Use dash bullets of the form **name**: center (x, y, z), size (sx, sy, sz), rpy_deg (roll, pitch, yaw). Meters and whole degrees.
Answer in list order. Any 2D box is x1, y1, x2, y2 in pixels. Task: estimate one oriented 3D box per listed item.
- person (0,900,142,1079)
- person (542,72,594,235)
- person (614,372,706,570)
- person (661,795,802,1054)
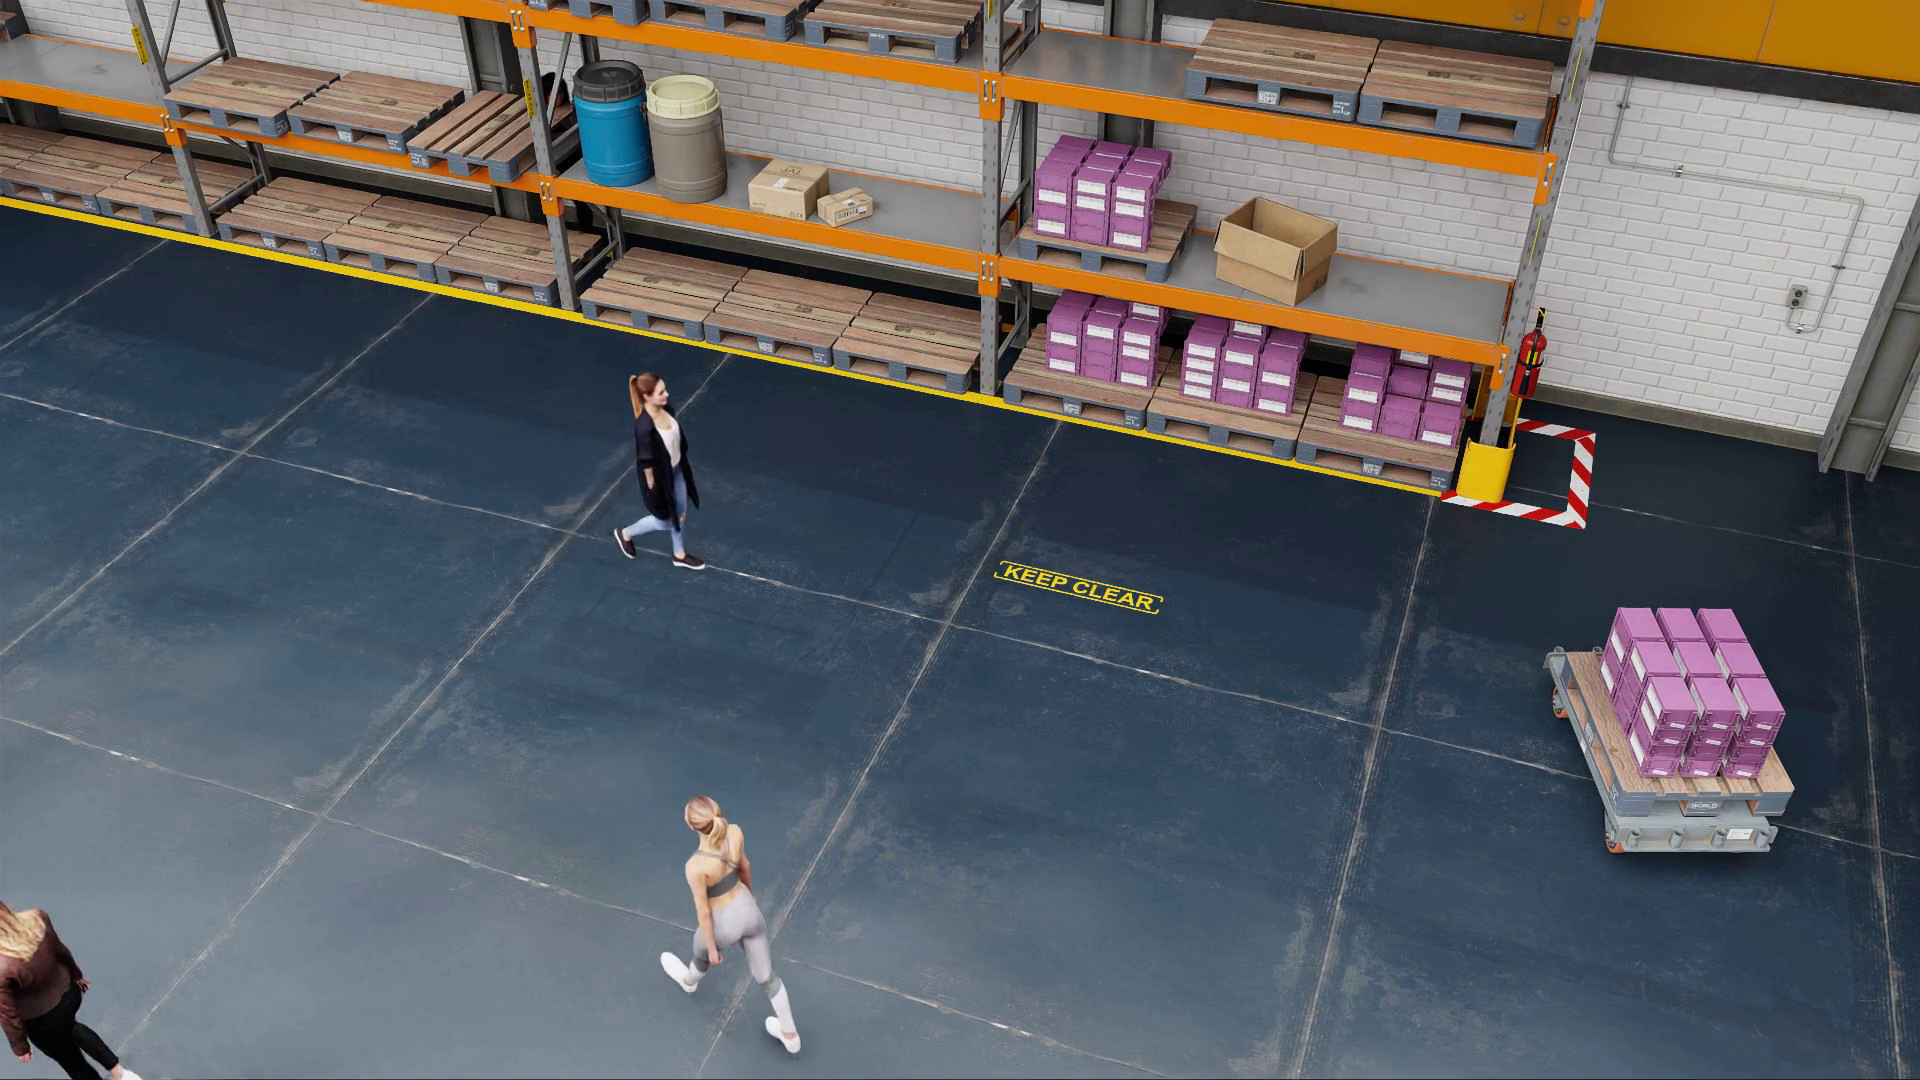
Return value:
- **person**: center (-4.375, 2.303, 8.146), size (0.701, 1.687, 0.708), rpy_deg (2, 39, 3)
- **person**: center (-3.629, -3.428, 15.223), size (0.776, 1.812, 0.839), rpy_deg (-16, 41, -19)
- **person**: center (-2.163, -0.461, 11.623), size (0.874, 1.668, 0.657), rpy_deg (9, 40, 12)
- **person**: center (-1.127, 2.026, 8.538), size (1.229, 1.632, 0.864), rpy_deg (28, 47, 31)
